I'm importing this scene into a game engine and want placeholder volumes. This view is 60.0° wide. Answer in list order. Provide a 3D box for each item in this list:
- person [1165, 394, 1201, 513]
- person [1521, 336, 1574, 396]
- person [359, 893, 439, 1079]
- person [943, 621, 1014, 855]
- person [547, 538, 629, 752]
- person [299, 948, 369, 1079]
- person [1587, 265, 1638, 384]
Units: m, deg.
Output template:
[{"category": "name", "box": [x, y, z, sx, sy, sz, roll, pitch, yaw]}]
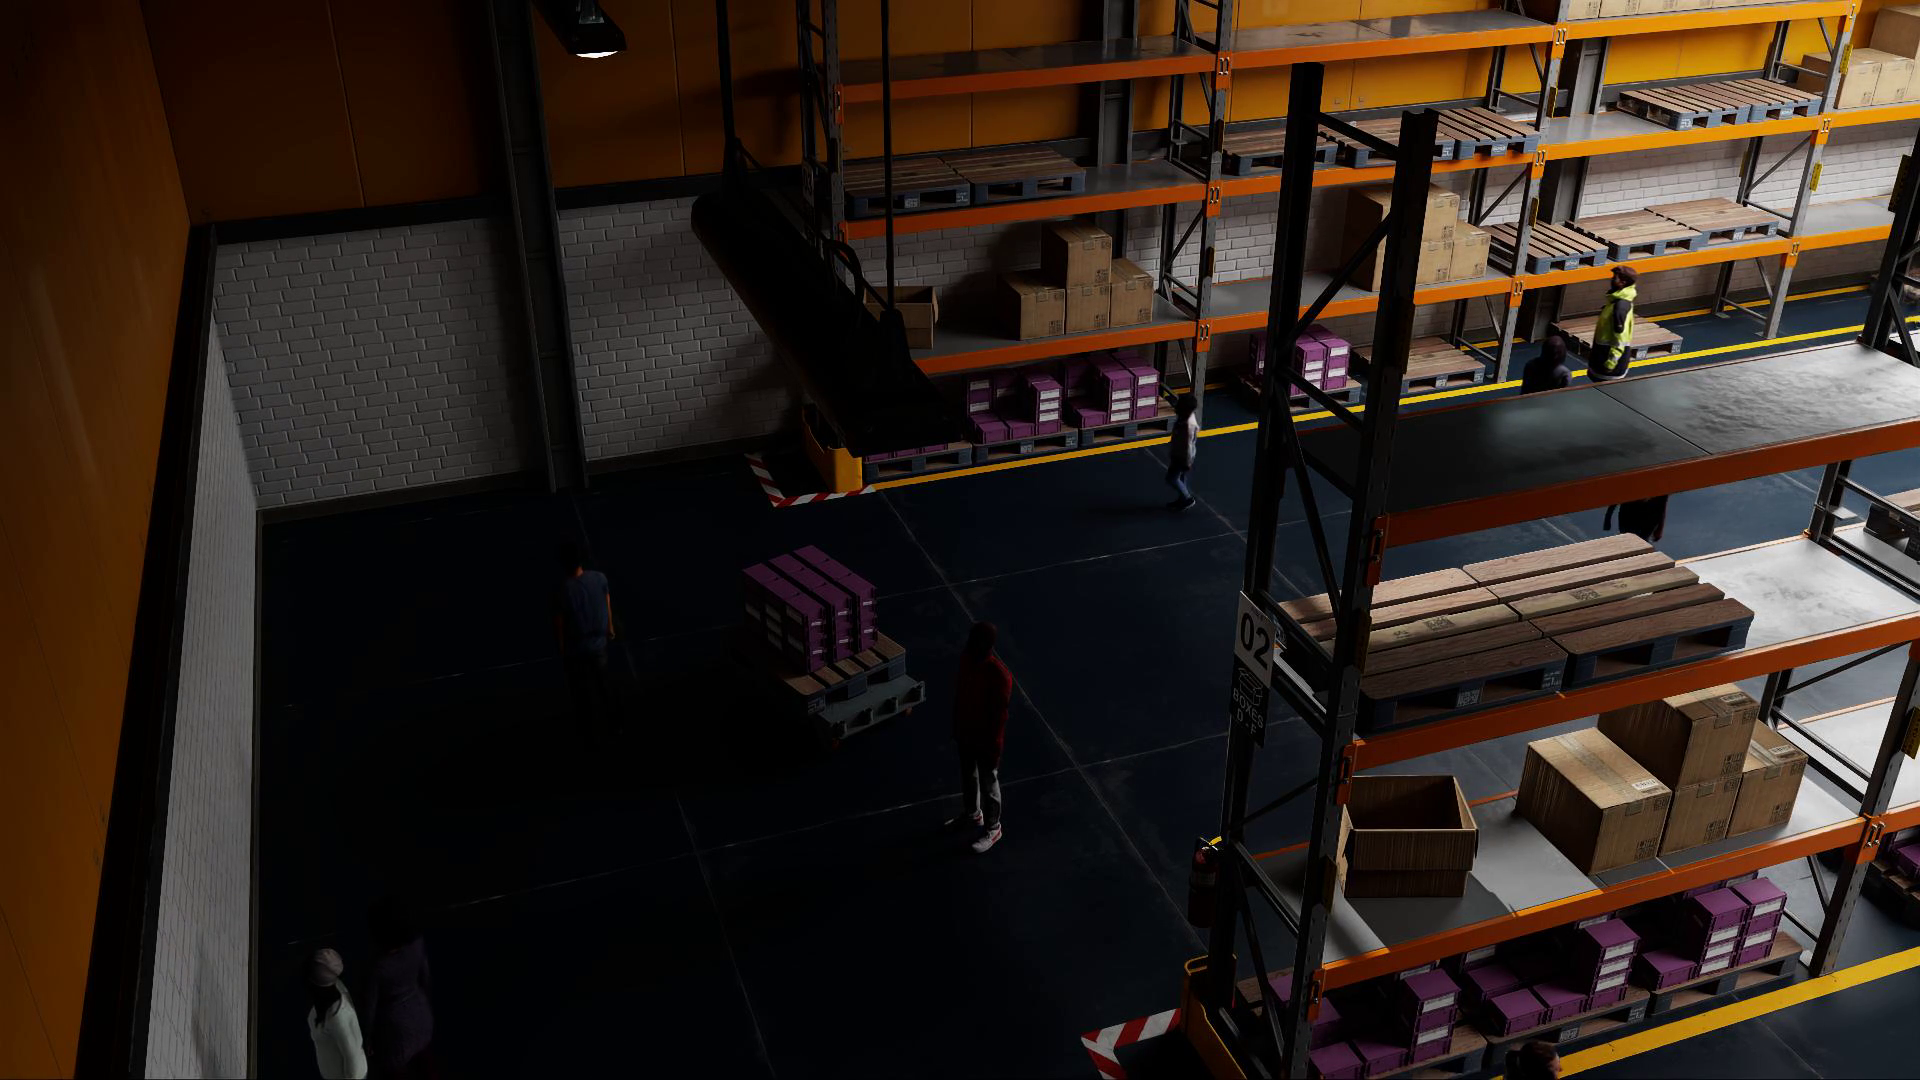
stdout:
[{"category": "person", "box": [2.254, -0.859, 16.415, 0.621, 1.250, 0.568, 2, 29, 4]}, {"category": "person", "box": [5.932, -1.318, 16.896, 0.791, 1.595, 0.770, -25, 37, -38]}, {"category": "person", "box": [-3.145, 2.742, 9.346, 0.799, 1.697, 0.679, 13, 31, 22]}, {"category": "person", "box": [0.143, 1.352, 11.767, 0.683, 1.819, 0.725, -20, 34, -31]}, {"category": "person", "box": [-2.838, 0.825, 12.761, 1.034, 1.791, 0.854, -17, 33, -29]}, {"category": "person", "box": [-3.381, 2.889, 9.133, 0.522, 1.644, 0.588, -14, 32, -24]}, {"category": "person", "box": [6.929, -1.970, 17.687, 0.881, 1.982, 0.868, 8, 30, 14]}]
